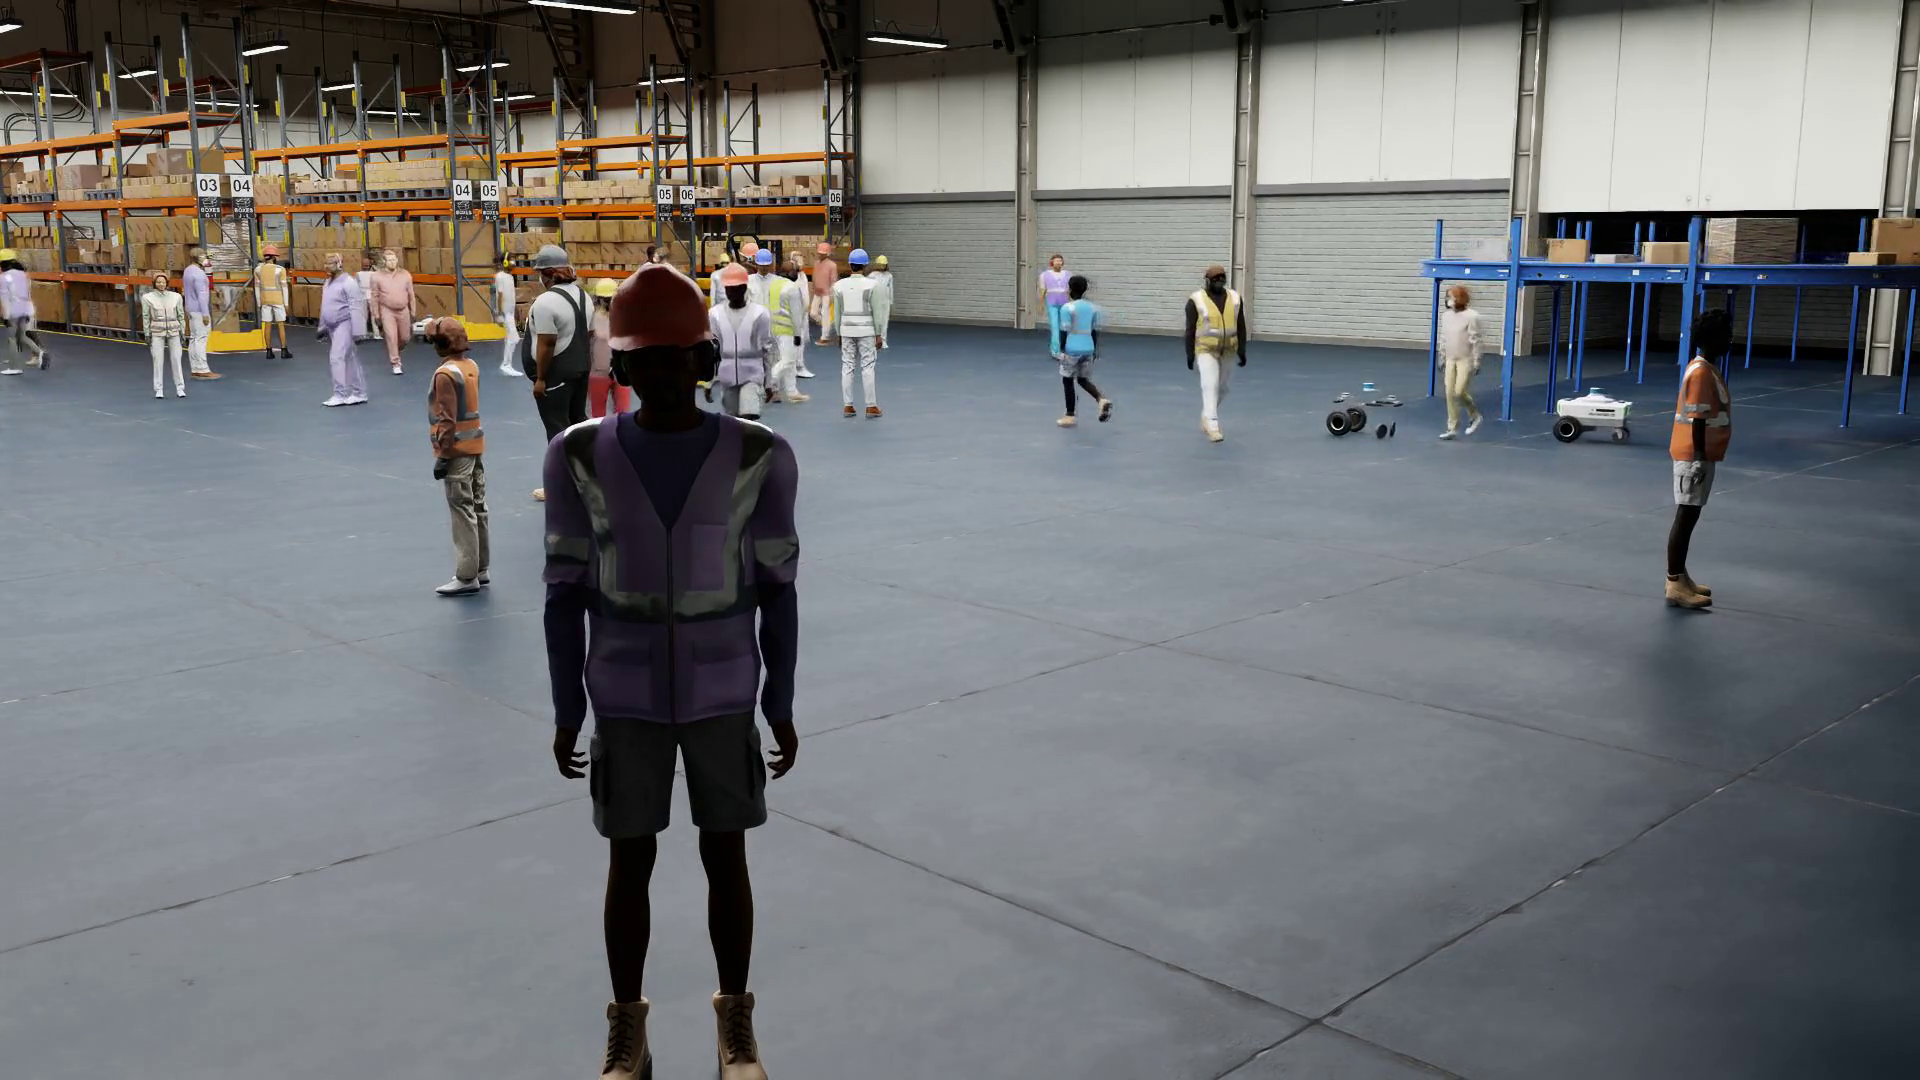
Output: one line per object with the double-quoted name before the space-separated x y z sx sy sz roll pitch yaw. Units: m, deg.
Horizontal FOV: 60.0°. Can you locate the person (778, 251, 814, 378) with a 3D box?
"person" -2.504 -3.366 24.818 0.603 1.880 0.673 4 11 21

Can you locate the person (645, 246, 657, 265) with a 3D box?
"person" -5.709 -4.462 30.700 0.371 1.915 0.597 -2 11 -12

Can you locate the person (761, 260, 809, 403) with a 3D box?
"person" -2.264 -2.614 20.938 0.740 1.813 0.670 -7 12 -32

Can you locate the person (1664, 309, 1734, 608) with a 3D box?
"person" 4.251 -0.476 9.562 0.317 1.695 0.540 5 11 25

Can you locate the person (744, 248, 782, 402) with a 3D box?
"person" -2.495 -2.724 21.150 0.602 1.943 0.394 -2 11 -9

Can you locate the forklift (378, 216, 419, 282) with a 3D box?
"forklift" -17.868 -9.201 54.028 1.873 2.768 1.129 -10 14 -44

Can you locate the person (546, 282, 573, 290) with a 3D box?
"person" -8.032 -4.877 33.324 0.645 1.791 0.975 10 14 43

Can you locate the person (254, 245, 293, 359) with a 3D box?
"person" -11.857 -4.104 28.697 0.547 1.934 0.376 -1 10 -3

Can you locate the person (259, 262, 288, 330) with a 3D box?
"person" -15.478 -5.604 37.253 0.834 1.803 0.595 8 13 36

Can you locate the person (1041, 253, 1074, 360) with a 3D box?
"person" 1.654 -4.015 28.547 0.579 1.815 0.859 -3 11 -15

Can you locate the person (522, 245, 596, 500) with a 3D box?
"person" -3.269 -1.336 13.431 0.538 2.000 0.684 4 11 19

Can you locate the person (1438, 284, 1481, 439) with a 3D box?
"person" 5.200 -1.848 17.266 0.412 1.610 0.549 -6 12 -30

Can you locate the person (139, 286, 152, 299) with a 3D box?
"person" -22.373 -7.113 45.430 0.595 1.825 1.034 5 12 26

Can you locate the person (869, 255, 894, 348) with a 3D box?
"person" -1.476 -4.490 31.327 0.503 1.731 0.379 -5 12 -27

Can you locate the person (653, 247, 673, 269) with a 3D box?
"person" -4.840 -3.796 27.040 0.442 1.920 0.639 0 10 -1

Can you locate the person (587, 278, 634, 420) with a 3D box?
"person" -3.169 -1.466 14.848 0.530 1.744 0.680 -8 13 -37

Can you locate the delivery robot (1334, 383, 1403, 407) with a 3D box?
"delivery robot" 4.358 -1.560 17.742 0.698 0.223 0.335 7 12 34

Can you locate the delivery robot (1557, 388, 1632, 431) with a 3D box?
"delivery robot" 6.561 -1.331 17.202 0.707 0.478 0.477 5 11 25

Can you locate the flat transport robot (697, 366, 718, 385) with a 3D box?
"flat transport robot" -3.806 -2.382 23.961 0.652 0.197 1.431 2 11 12

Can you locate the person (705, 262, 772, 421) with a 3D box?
"person" -1.837 -1.370 13.918 0.557 1.901 0.956 1 10 4

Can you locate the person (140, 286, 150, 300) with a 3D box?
"person" -23.455 -7.433 47.667 0.283 1.634 0.498 5 12 26

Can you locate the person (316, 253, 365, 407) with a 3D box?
"person" -7.759 -2.602 20.623 0.640 1.884 0.789 10 15 44

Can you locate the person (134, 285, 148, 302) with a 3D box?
"person" -21.904 -6.956 44.340 0.627 1.914 0.903 -5 11 -24

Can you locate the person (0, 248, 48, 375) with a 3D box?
"person" -14.335 -3.471 25.306 0.628 1.912 0.608 2 11 10

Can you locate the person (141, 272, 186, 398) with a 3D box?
"person" -10.389 -2.672 21.725 0.508 1.628 0.320 -8 13 -36

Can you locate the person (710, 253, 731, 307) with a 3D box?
"person" -4.269 -4.349 30.465 0.595 1.785 0.942 -1 10 -5

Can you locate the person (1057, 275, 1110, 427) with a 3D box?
"person" 1.354 -2.076 18.338 0.536 1.678 0.566 -9 14 -42

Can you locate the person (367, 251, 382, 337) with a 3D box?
"person" -12.128 -5.131 34.711 0.819 1.782 0.582 5 11 23

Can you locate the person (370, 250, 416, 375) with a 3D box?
"person" -8.707 -3.503 25.546 0.654 1.882 0.687 -7 13 -34

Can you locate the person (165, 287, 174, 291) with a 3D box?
"person" -21.754 -7.220 45.767 0.409 1.908 0.639 -7 12 -32

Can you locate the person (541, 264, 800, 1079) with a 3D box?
"person" -0.681 0.373 3.985 0.607 2.044 0.379 -2 11 -8

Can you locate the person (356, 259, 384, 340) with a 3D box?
"person" -11.974 -4.871 33.689 0.523 1.636 0.310 2 11 10

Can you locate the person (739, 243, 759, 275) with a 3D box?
"person" -3.034 -3.293 24.106 0.383 1.996 0.609 -3 11 -13

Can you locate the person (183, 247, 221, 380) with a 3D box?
"person" -11.210 -3.335 24.502 0.371 1.936 0.629 -9 14 -40

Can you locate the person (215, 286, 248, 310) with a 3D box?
"person" -16.261 -5.592 37.094 0.586 1.834 0.976 -9 14 -42

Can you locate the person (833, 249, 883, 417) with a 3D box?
"person" -1.182 -2.417 19.455 0.602 1.949 0.391 4 11 20

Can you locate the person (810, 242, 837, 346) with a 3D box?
"person" -2.639 -4.729 32.000 0.648 1.970 0.443 9 14 40

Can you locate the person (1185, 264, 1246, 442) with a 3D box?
"person" 2.659 -1.976 17.436 0.632 1.816 0.803 -3 11 -15

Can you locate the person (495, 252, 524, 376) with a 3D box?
"person" -6.725 -3.379 24.945 0.419 1.855 0.569 1 10 5

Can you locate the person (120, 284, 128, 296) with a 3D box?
"person" -23.069 -7.160 45.648 0.508 1.828 0.905 8 13 39

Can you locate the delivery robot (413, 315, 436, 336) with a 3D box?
"delivery robot" -10.442 -4.194 32.814 0.707 0.478 0.477 5 12 28

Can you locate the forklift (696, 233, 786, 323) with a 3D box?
"forklift" -5.496 -6.489 41.108 2.313 2.155 1.214 -10 14 -44

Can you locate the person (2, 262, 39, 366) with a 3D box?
"person" -15.299 -3.654 26.945 0.674 1.673 0.545 -8 13 -37

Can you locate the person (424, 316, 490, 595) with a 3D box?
"person" -2.978 -0.504 9.875 0.311 1.639 0.513 0 10 3
